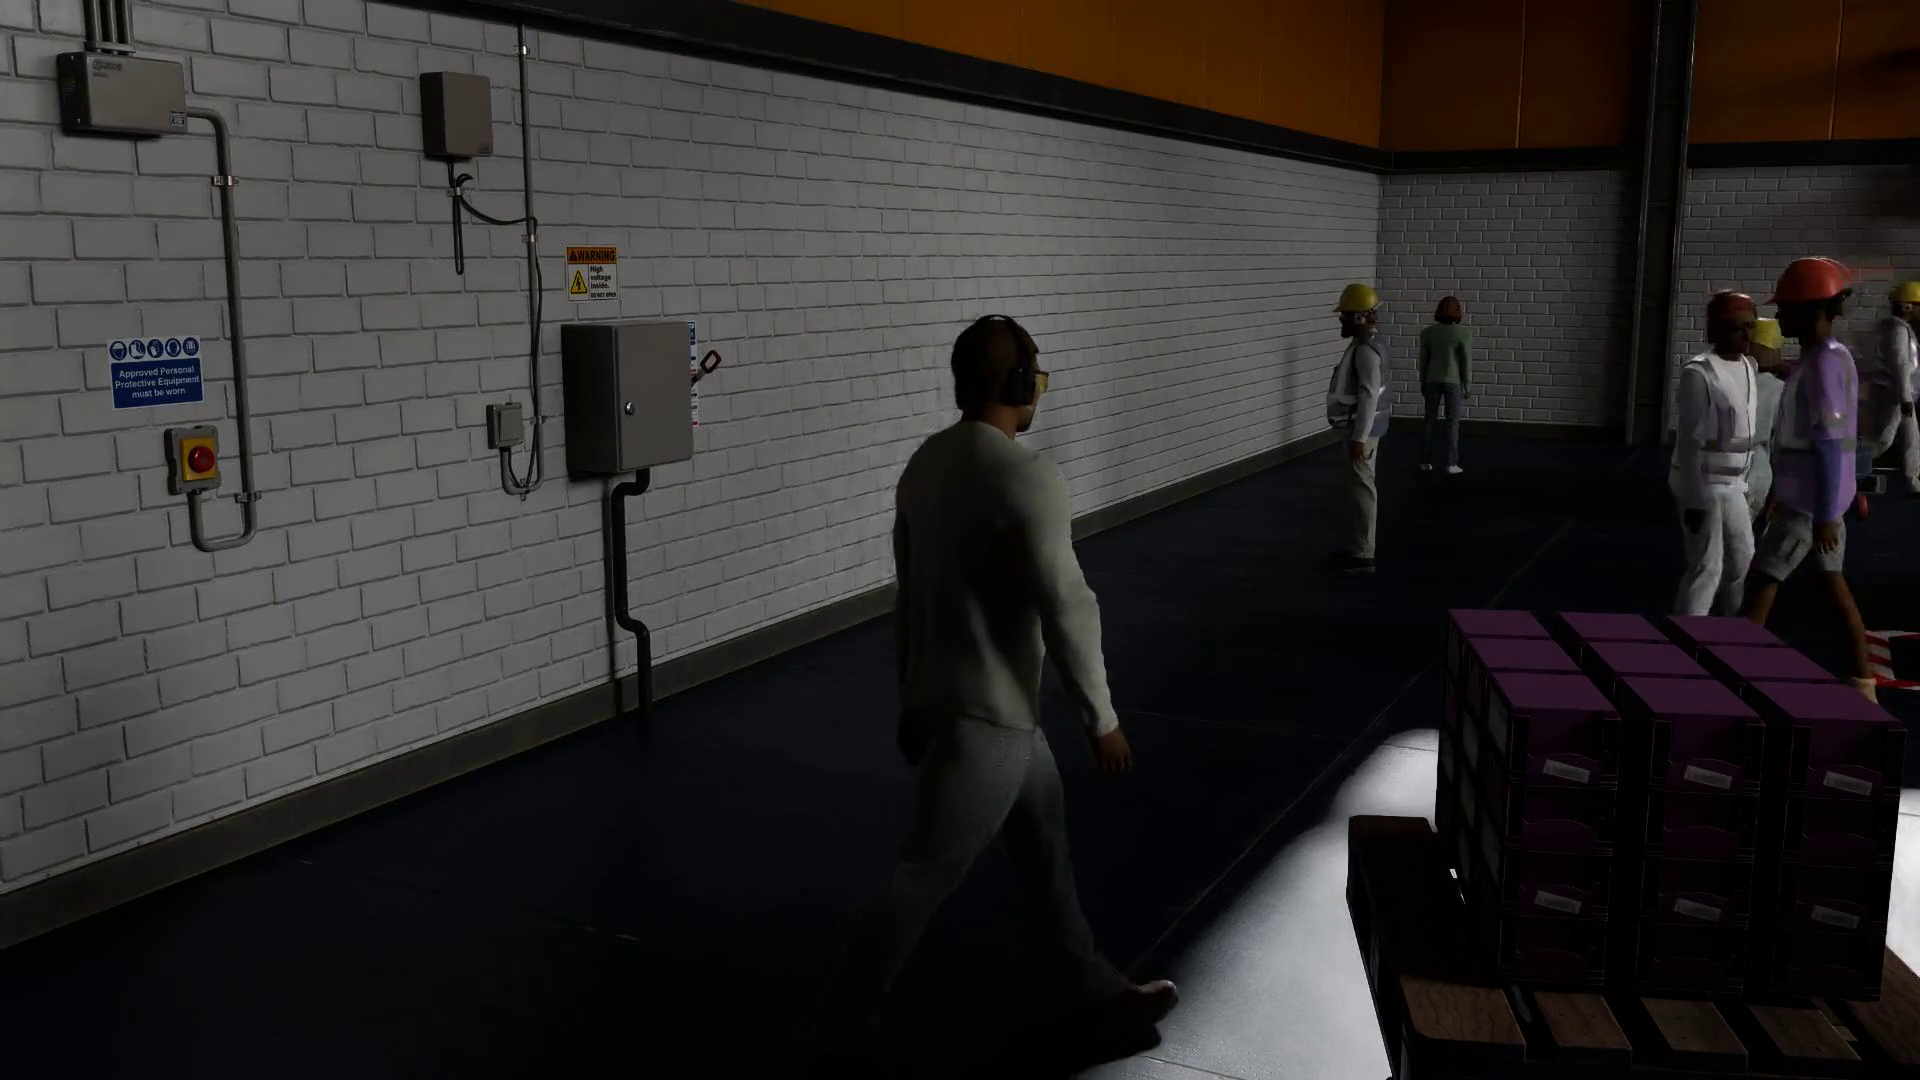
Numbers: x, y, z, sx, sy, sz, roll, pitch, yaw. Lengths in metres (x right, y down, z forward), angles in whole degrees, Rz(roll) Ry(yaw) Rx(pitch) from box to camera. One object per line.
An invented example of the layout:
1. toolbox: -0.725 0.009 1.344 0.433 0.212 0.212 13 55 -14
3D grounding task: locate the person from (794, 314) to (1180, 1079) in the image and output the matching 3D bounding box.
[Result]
1. person: 0.046 0.401 4.041 1.064 1.884 0.637 -4 10 -21

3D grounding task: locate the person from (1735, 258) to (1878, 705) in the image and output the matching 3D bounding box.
1. person: 3.566 -0.203 7.192 0.960 1.990 0.626 6 11 30

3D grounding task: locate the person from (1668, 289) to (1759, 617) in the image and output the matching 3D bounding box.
1. person: 3.601 -0.235 7.799 0.707 1.866 0.478 -9 13 -41

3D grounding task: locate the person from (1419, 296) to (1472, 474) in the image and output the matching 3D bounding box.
1. person: 4.465 -1.423 15.321 0.501 1.628 0.266 8 12 38

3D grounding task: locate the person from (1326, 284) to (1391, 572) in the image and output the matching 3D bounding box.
1. person: 2.530 -0.709 10.593 0.404 1.827 0.600 2 10 14

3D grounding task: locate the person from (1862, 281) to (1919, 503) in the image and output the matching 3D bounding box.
1. person: 7.507 -1.189 13.444 0.832 1.807 0.592 6 11 31

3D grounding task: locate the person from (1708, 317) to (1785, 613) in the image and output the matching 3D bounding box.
1. person: 3.877 -0.263 8.393 0.490 1.690 0.787 -3 10 -14
